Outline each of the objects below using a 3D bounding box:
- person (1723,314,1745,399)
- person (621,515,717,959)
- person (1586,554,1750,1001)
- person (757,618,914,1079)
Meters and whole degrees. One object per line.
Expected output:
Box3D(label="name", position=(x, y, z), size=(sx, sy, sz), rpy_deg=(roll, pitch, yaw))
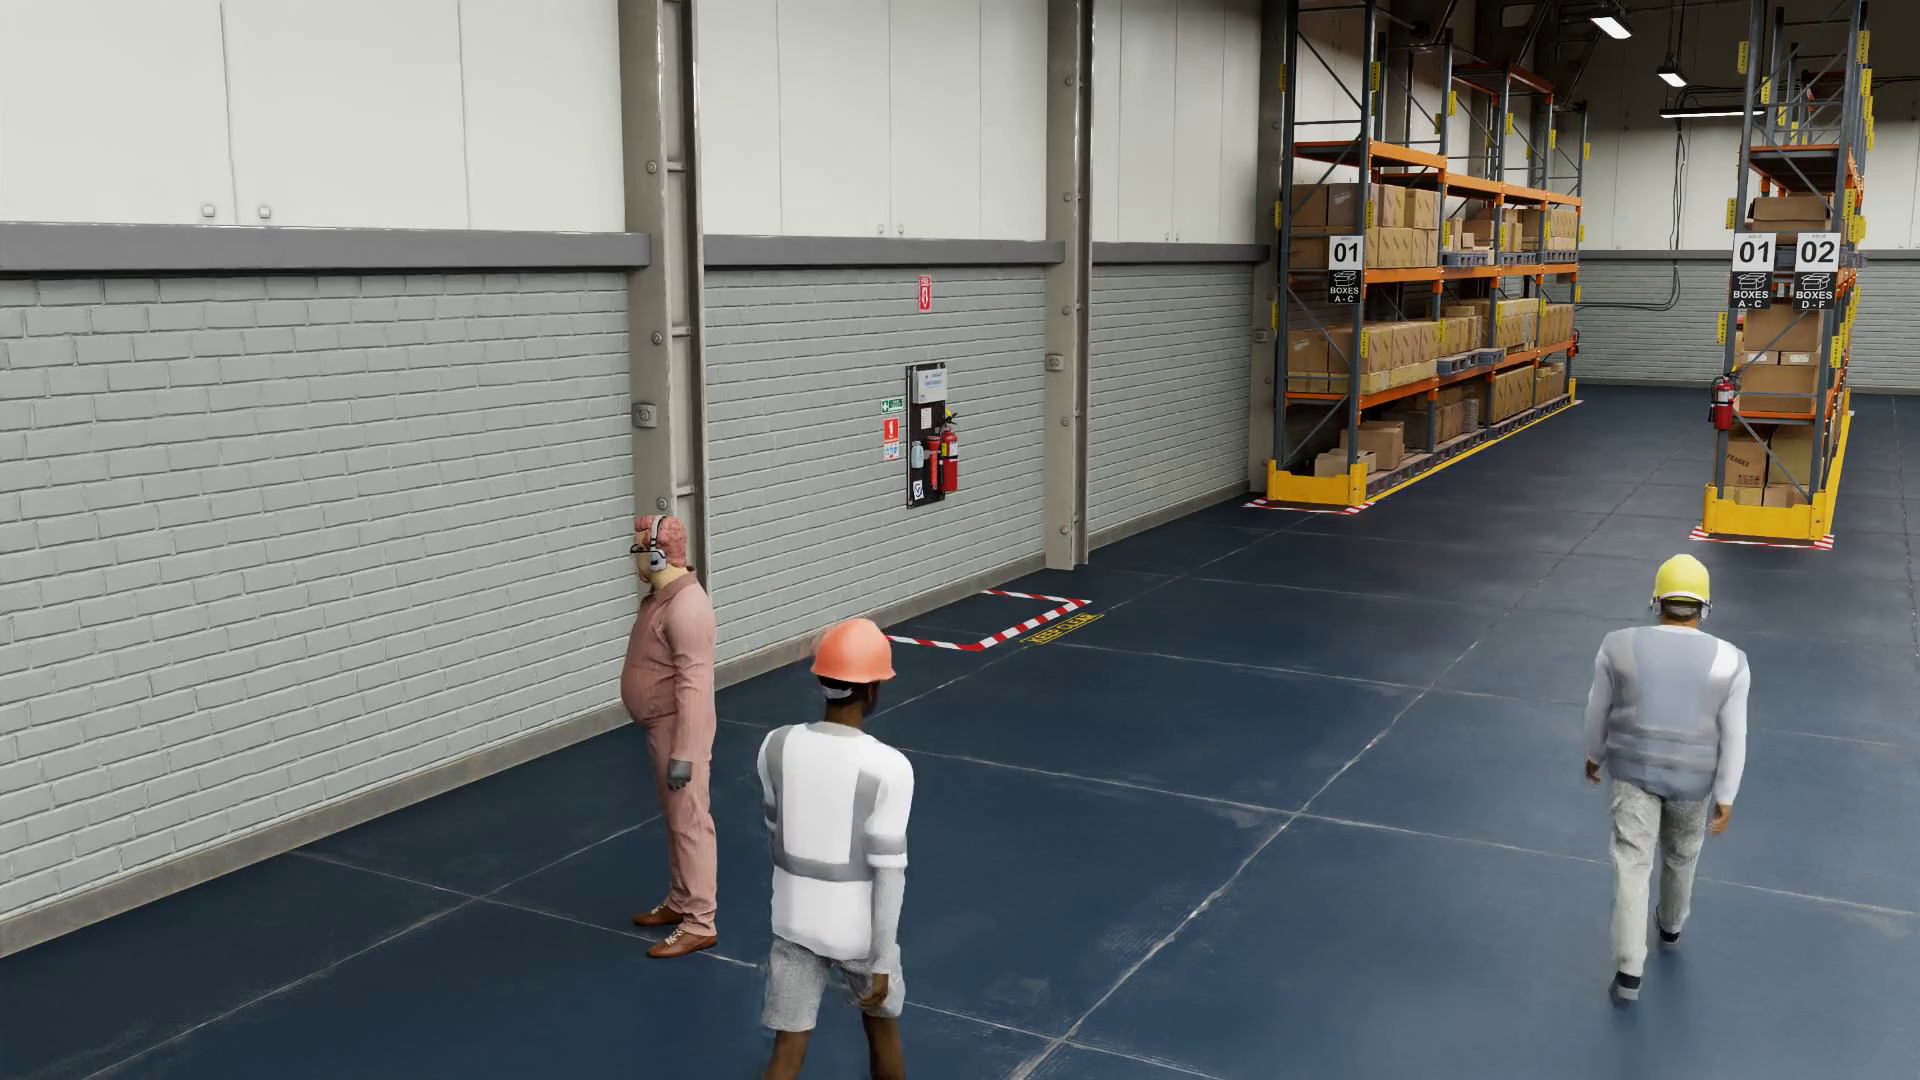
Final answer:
Box3D(label="person", position=(14.458, -3.228, 30.888), size=(0.568, 1.920, 0.517), rpy_deg=(5, 11, 28))
Box3D(label="person", position=(-1.251, 0.834, 7.161), size=(0.399, 1.905, 0.642), rpy_deg=(-3, 10, -17))
Box3D(label="person", position=(2.903, 0.944, 6.884), size=(0.605, 1.784, 0.955), rpy_deg=(4, 11, 23))
Box3D(label="person", position=(-0.396, 1.187, 5.183), size=(0.552, 1.890, 0.989), rpy_deg=(4, 10, 21))
